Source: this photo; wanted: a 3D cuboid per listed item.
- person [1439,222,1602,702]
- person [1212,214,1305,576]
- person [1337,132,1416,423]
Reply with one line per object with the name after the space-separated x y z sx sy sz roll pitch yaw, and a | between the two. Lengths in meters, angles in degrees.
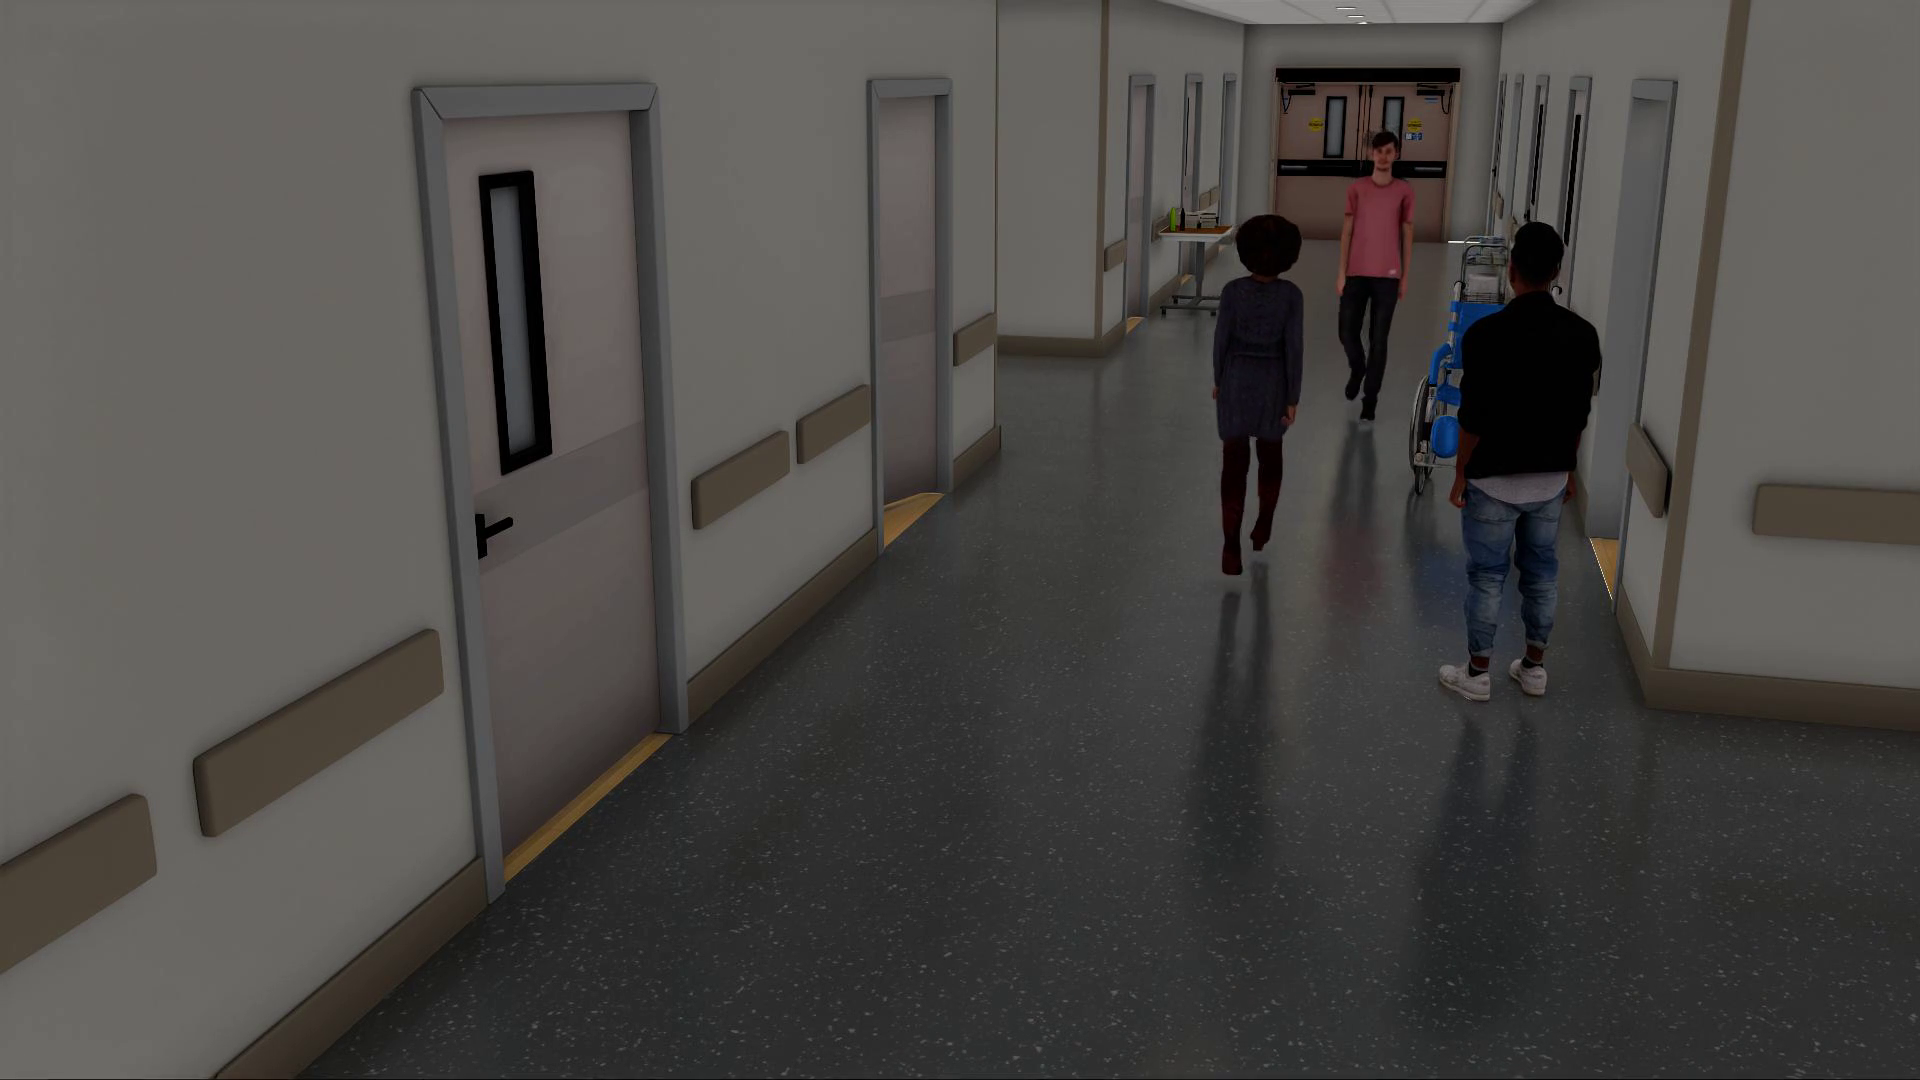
2.116 -0.284 6.296 0.777 1.814 0.750 -2 16 -8 | person
1.364 -0.634 7.800 0.623 1.670 1.088 3 16 11 | person
2.858 -1.820 11.495 0.647 1.948 0.864 5 16 17 | person
